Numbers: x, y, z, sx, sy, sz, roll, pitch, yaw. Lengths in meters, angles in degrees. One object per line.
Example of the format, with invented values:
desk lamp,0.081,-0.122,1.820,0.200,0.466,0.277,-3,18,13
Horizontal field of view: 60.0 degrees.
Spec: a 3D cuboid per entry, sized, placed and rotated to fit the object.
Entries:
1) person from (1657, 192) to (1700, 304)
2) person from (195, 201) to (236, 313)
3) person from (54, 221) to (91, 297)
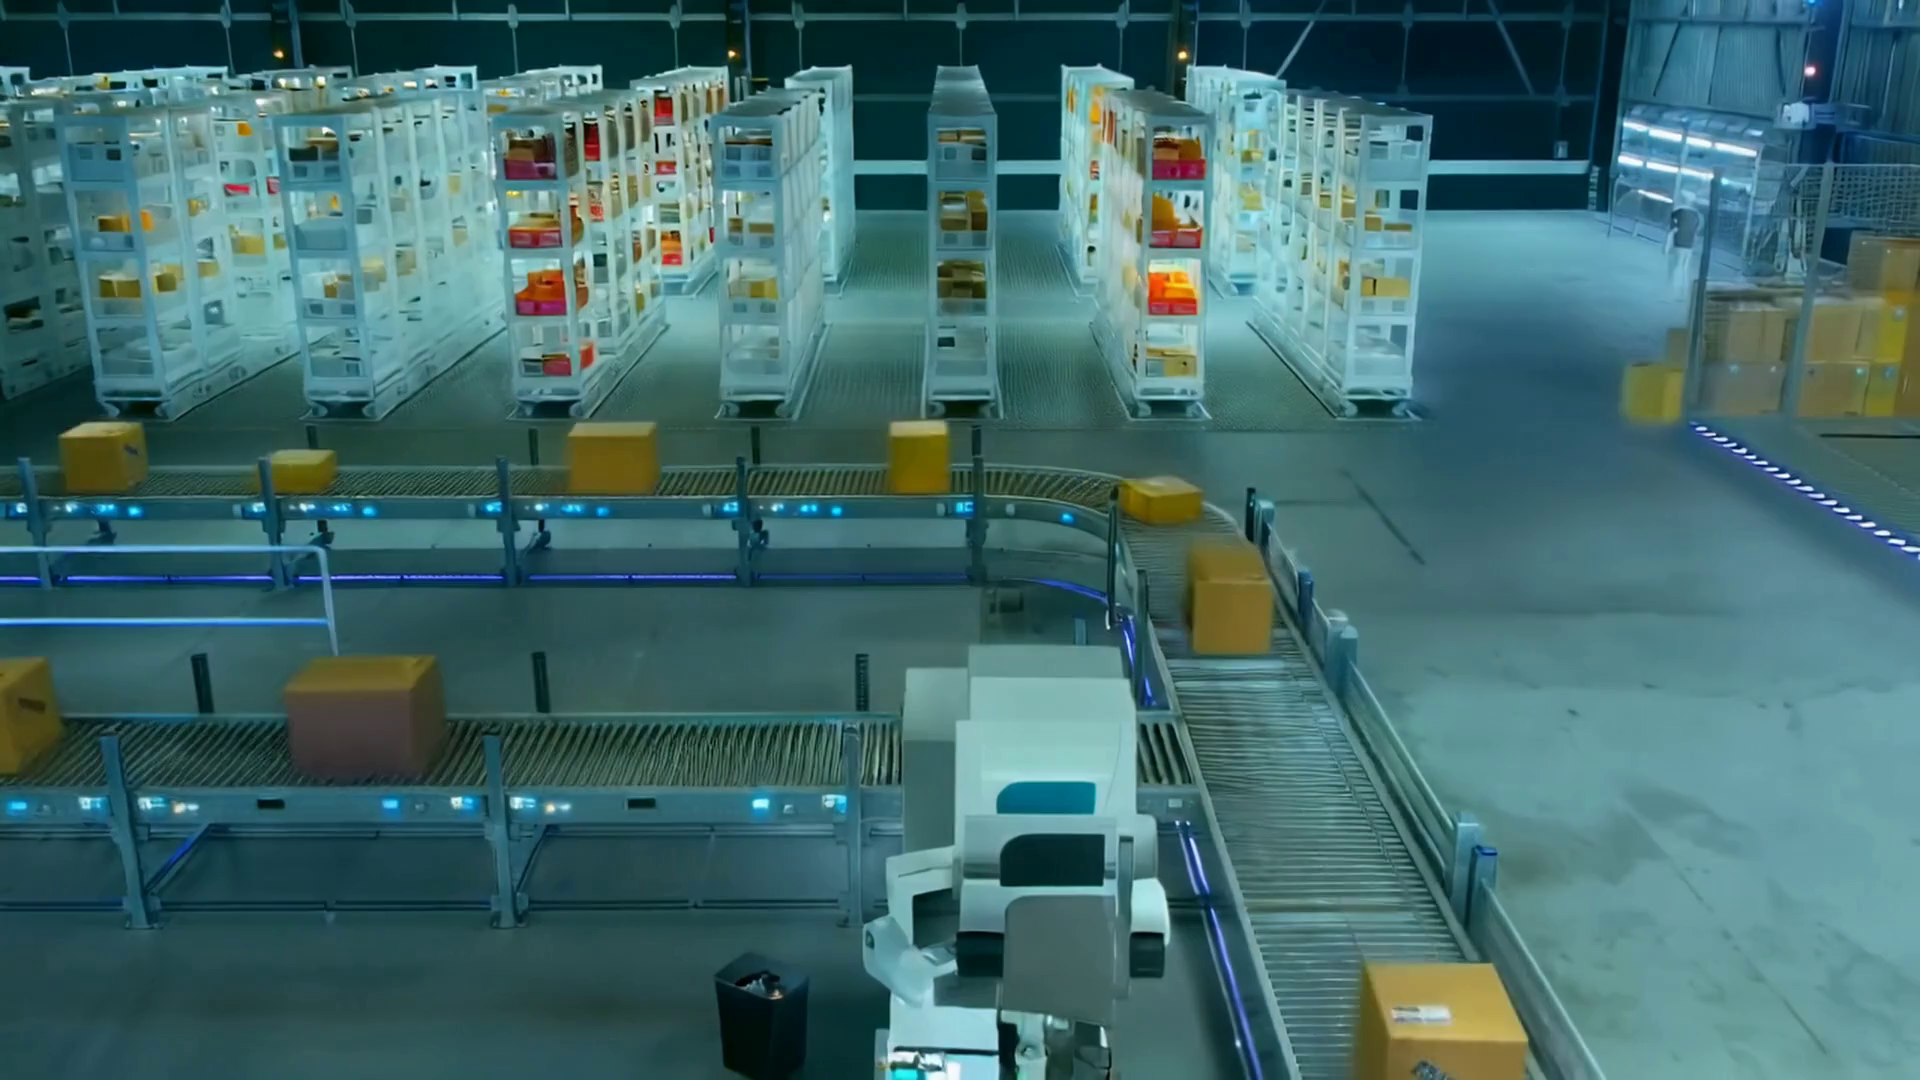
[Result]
person,11.892,-4.818,27.489,0.562,1.847,0.390,-4,18,-12
person,-11.902,-4.539,26.750,0.704,1.784,0.406,0,18,-1
person,-13.901,-4.440,26.164,0.404,1.945,0.616,10,20,28
